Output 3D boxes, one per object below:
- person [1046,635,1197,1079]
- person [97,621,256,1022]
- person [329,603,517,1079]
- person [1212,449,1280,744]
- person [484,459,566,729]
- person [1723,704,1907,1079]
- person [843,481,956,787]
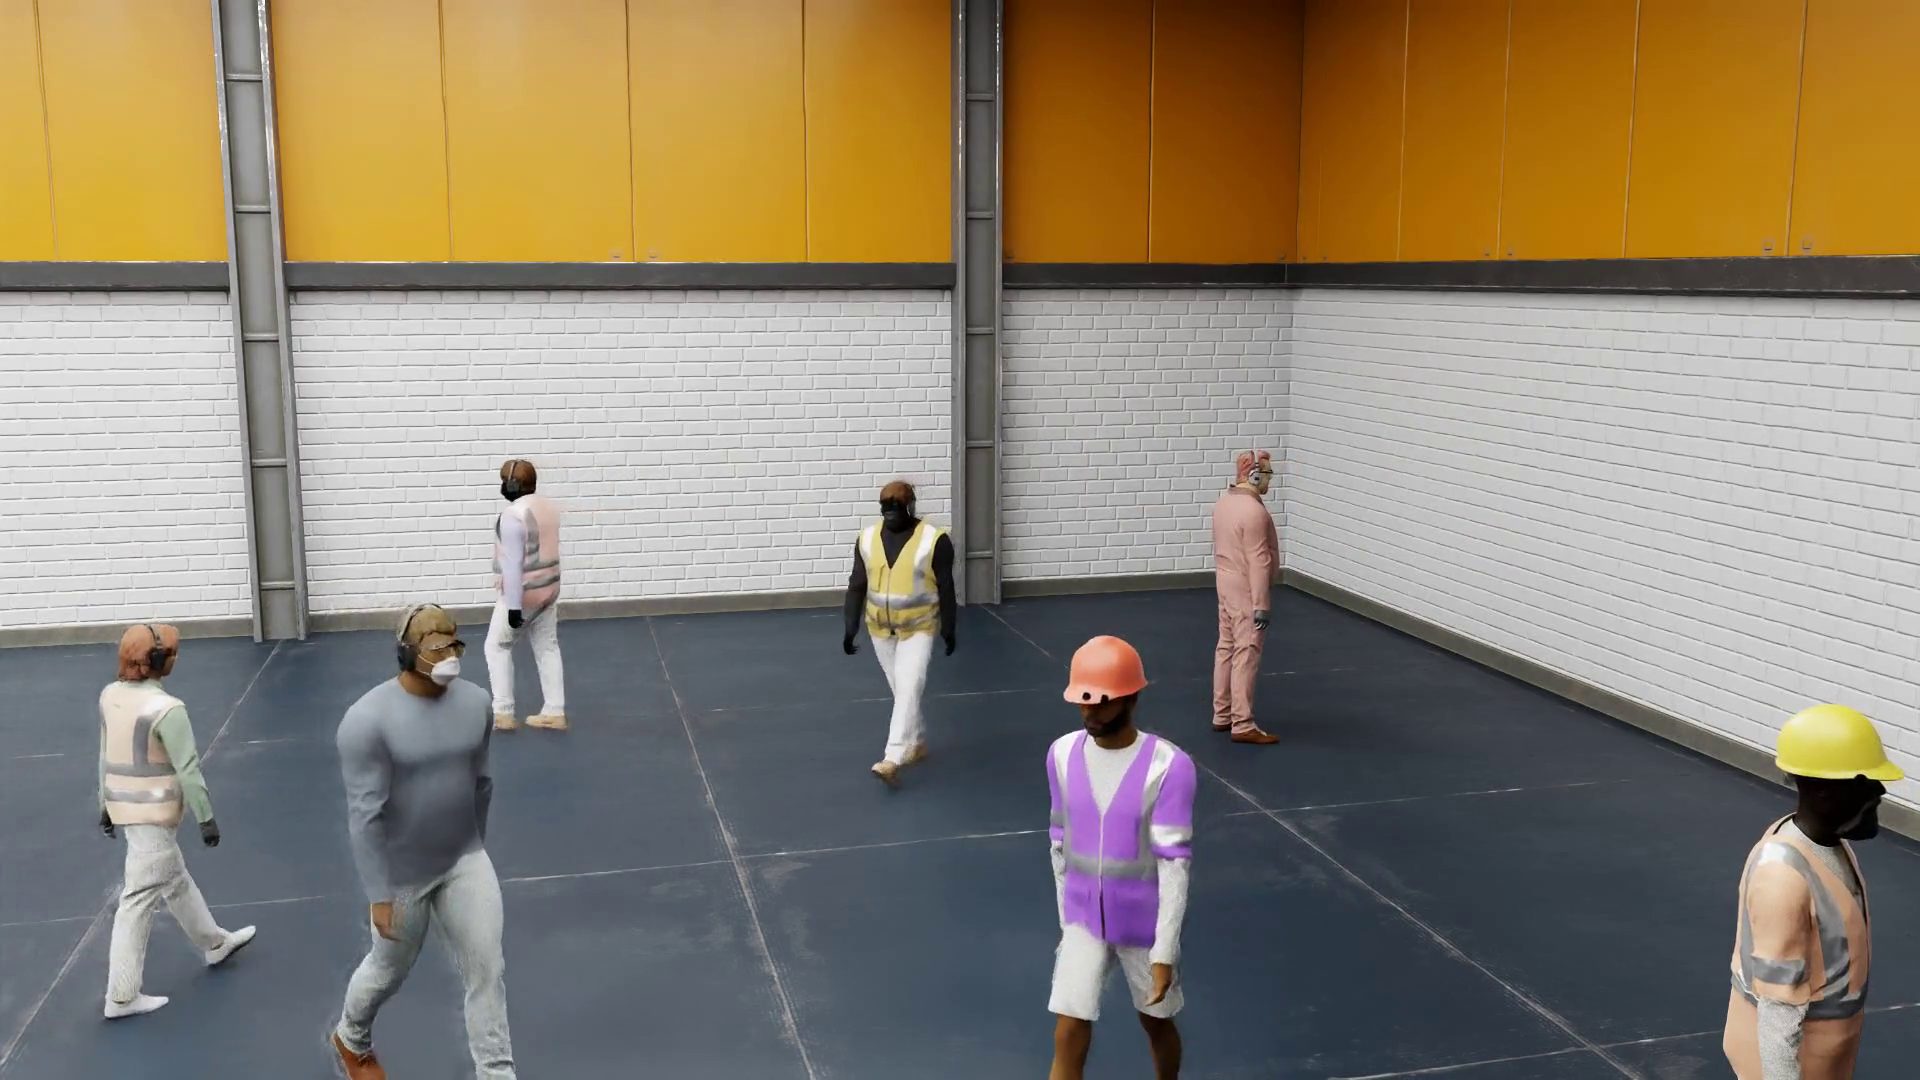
[{"bbox_3d":[0.489,1.238,5.403,0.547,1.884,0.996,5,10,28],"label":"person"},{"bbox_3d":[-3.276,1.130,6.945,0.551,1.599,0.827,6,11,35],"label":"person"},{"bbox_3d":[-1.940,1.145,5.957,0.986,1.901,0.631,7,12,39],"label":"person"},{"bbox_3d":[1.875,0.360,10.820,0.403,1.904,0.652,-2,9,-13],"label":"person"},{"bbox_3d":[-2.960,0.369,11.036,0.727,1.816,0.654,3,9,15],"label":"person"},{"bbox_3d":[2.228,1.375,4.406,0.364,1.930,0.588,6,11,33],"label":"person"},{"bbox_3d":[-0.402,0.549,9.972,0.658,1.791,0.953,4,10,24],"label":"person"}]
